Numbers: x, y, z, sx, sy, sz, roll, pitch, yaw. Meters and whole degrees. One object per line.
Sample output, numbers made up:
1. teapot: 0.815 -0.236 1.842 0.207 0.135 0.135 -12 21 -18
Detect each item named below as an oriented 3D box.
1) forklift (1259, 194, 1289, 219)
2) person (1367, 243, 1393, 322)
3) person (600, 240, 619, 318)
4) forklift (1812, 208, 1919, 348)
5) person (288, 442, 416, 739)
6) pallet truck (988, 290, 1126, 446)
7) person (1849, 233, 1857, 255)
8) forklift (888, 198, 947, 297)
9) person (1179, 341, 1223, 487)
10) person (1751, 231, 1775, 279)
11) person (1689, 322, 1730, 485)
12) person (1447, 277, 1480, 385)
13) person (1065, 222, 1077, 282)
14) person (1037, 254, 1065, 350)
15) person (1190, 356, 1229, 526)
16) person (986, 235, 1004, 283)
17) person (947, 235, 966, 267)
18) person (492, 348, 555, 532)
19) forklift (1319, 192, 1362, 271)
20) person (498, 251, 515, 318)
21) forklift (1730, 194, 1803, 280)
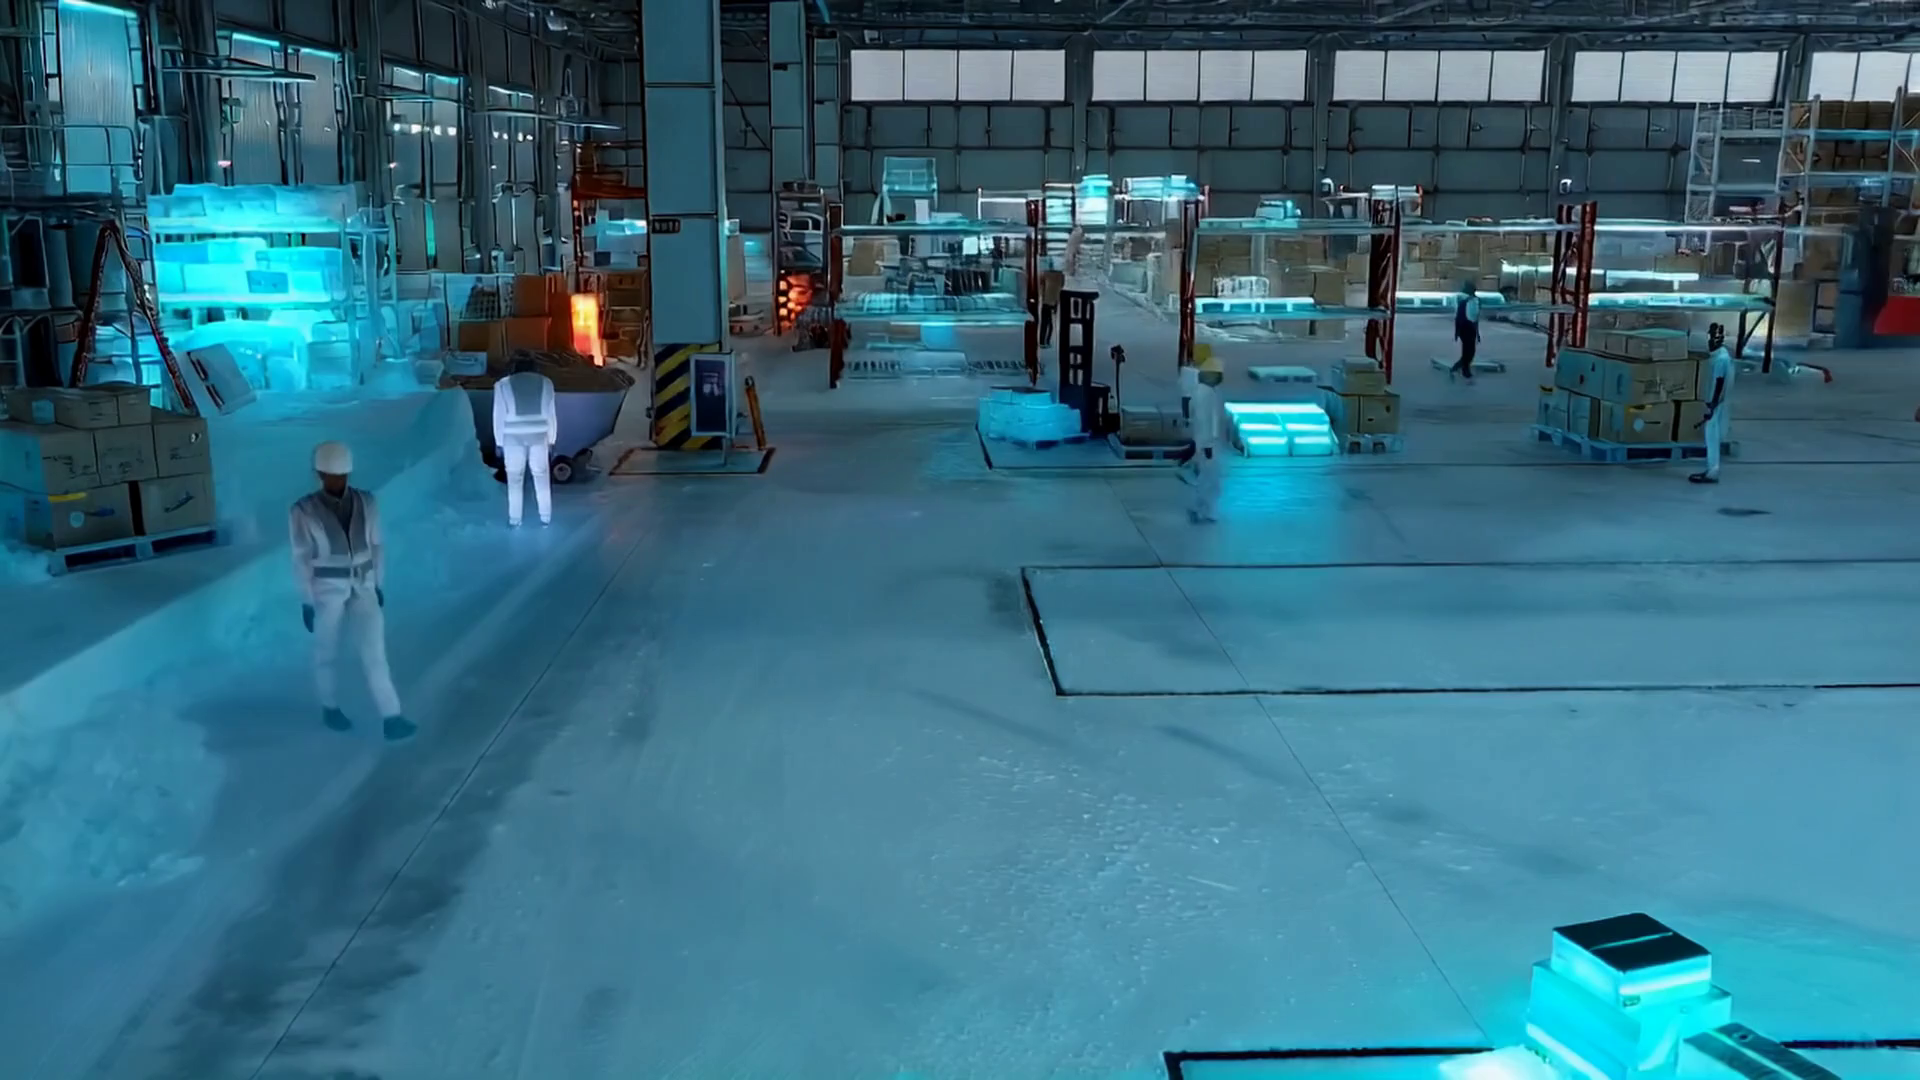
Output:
1. forklift: 10.377 -10.079 55.229 1.129 2.768 1.873 9 15 34
2. person: 10.055 -6.169 39.827 0.632 1.902 0.985 1 13 6
3. person: -8.683 -6.462 41.124 0.550 1.906 0.672 2 13 8
4. forklift: 18.614 -5.364 33.938 1.873 2.768 1.129 0 12 -2
5. person: -3.843 0.336 10.421 0.649 1.895 0.976 -12 17 -43
6. pallet truck: 1.257 -2.299 22.111 1.885 1.965 0.823 -9 15 -35
7. person: 29.666 -9.456 55.241 0.310 1.638 0.523 -10 16 -37
8. forklift: -1.084 -8.174 46.624 1.873 2.768 1.129 0 12 -2
9. person: 2.726 -1.410 18.797 0.536 1.677 0.376 -11 17 -42
10. person: 23.150 -7.999 48.024 0.590 1.919 0.397 6 14 26
11. person: 8.626 -1.565 19.089 0.328 1.872 0.508 6 14 24
12. person: 8.471 -3.497 27.908 0.593 1.830 0.534 -6 14 -24
13. person: 3.628 -9.449 54.531 0.362 1.936 0.631 -4 13 -19
14. person: 1.827 -4.812 33.608 0.588 1.930 0.364 -3 13 -15
15. person: 2.537 -0.990 16.808 0.450 1.728 0.517 1 13 5
16. person: 1.080 -8.771 51.467 0.553 1.935 0.364 -2 13 -8
17. person: -0.091 -7.866 47.529 0.576 1.872 0.444 -8 15 -31
18. person: -4.354 -0.997 16.624 0.626 1.835 0.431 -7 15 -30
19. forklift: 13.977 -11.168 60.145 1.873 2.768 1.129 -11 17 -42
20. person: -11.161 -6.260 40.833 0.313 1.634 0.514 -10 16 -38
21. forklift: 26.505 -9.903 54.432 1.873 2.768 1.129 11 17 42
